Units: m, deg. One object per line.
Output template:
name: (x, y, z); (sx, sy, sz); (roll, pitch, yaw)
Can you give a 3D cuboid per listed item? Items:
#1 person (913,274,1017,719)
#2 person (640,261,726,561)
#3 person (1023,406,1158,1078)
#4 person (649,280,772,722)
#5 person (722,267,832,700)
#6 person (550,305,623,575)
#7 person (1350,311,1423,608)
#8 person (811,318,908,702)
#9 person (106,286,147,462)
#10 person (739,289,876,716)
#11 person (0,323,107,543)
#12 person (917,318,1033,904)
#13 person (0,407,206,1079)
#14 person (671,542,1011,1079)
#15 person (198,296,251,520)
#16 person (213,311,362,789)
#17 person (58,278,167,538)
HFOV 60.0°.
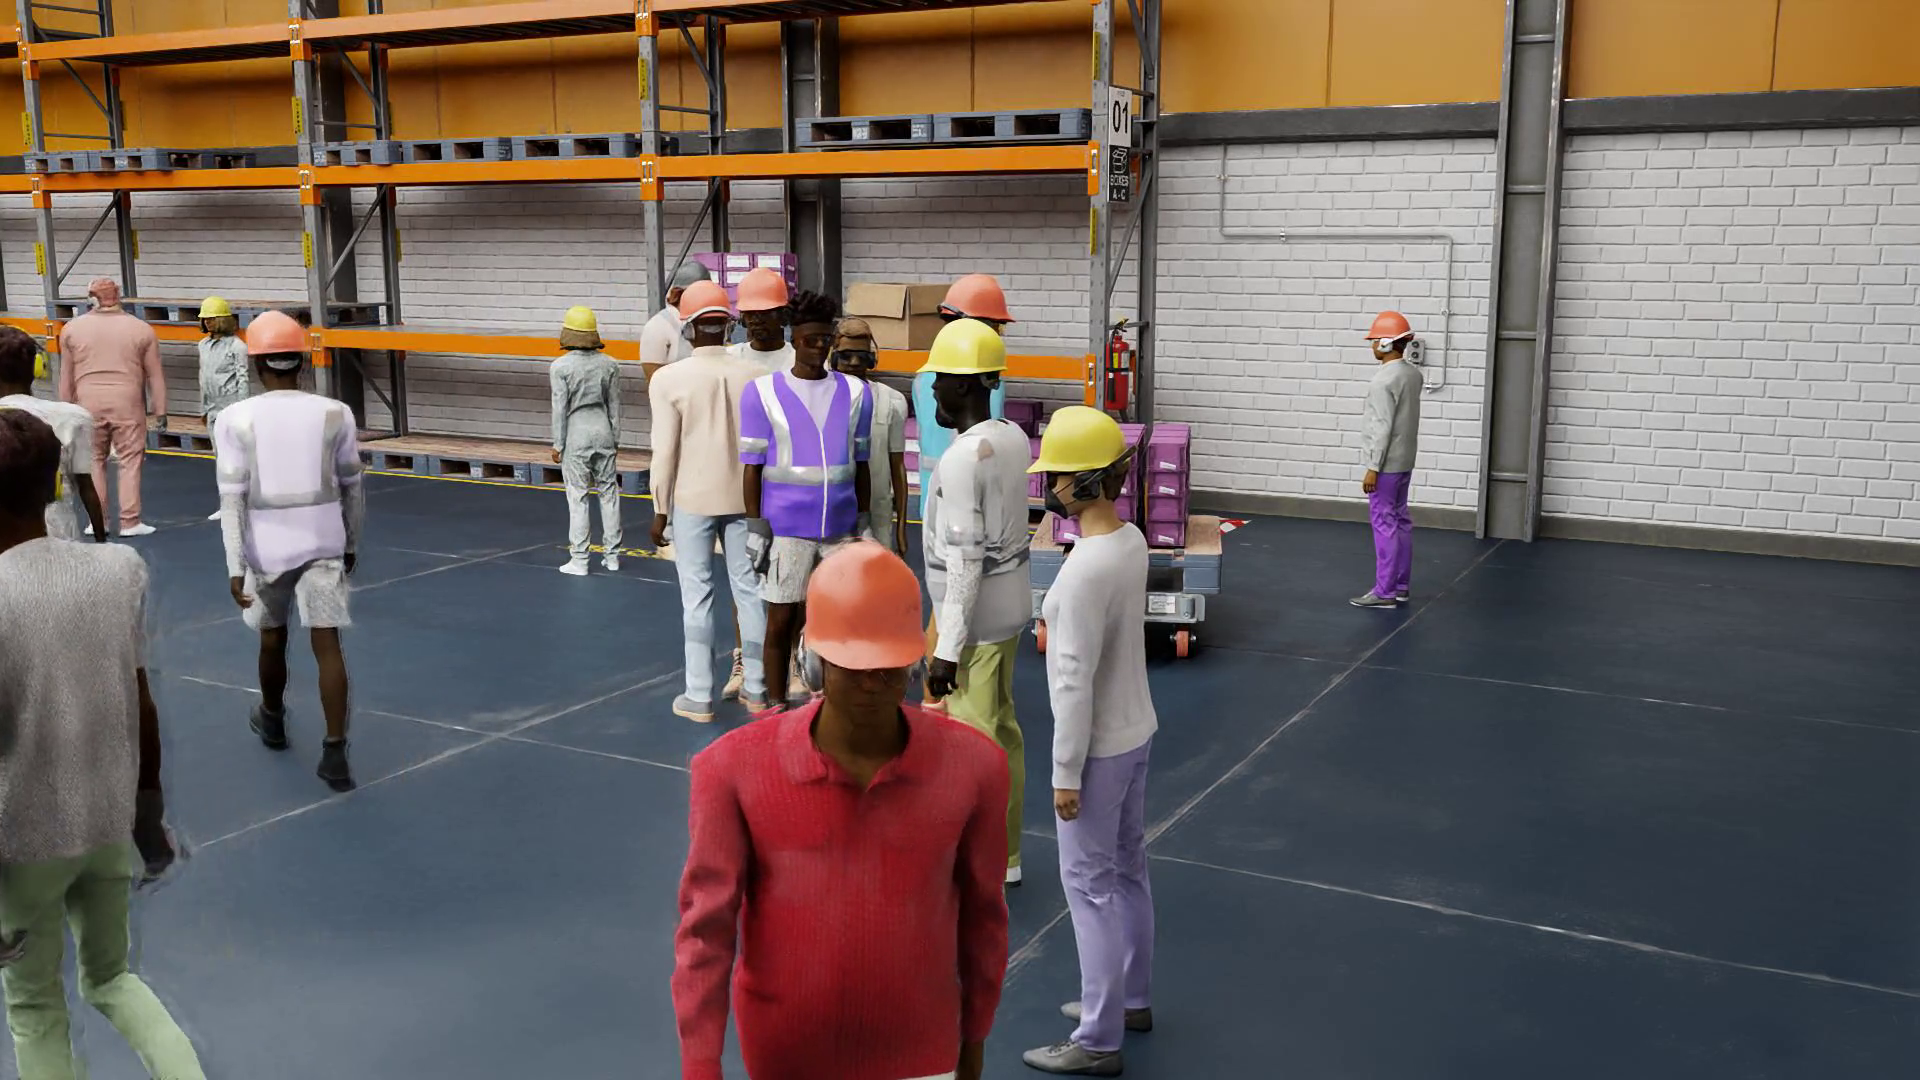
person: (0.042, -0.088, 6.985); (0.409, 2.035, 0.614); (-6, 12, -29)
person: (-1.805, -0.886, 11.330); (0.535, 2.000, 0.681); (9, 14, 41)
person: (0.338, 0.528, 4.365); (0.340, 1.761, 0.529); (4, 11, 22)
person: (-1.120, -0.174, 7.559); (0.623, 1.989, 0.401); (-6, 12, -30)
person: (-0.902, -0.249, 7.831); (0.614, 2.042, 0.373); (0, 10, 1)
person: (-2.435, -0.646, 10.824); (0.491, 1.746, 0.285); (-9, 14, -40)
person: (2.523, -0.476, 9.867); (0.339, 1.749, 0.573); (7, 13, 34)
person: (-0.480, -0.068, 7.421); (0.502, 1.837, 0.349); (-2, 10, -10)
person: (-8.223, -1.631, 16.191); (0.338, 1.754, 0.563); (6, 12, 29)
person: (-0.635, -0.074, 7.082); (0.606, 1.967, 0.367); (-5, 12, -26)
person: (-3.631, 0.079, 6.548); (0.566, 1.853, 0.388); (-5, 12, -27)
person: (0.039, 0.256, 5.377); (0.369, 1.928, 0.586); (3, 11, 18)
person: (-1.839, 0.638, 3.485); (0.528, 1.855, 0.541); (5, 12, 26)
person: (-0.190, 0.837, 2.821); (0.572, 1.697, 0.938); (-1, 10, -6)
person: (-5.643, -0.994, 12.770); (0.486, 1.738, 0.346); (5, 11, 25)
person: (-2.732, 0.015, 6.810); (0.551, 1.883, 0.967); (-5, 12, -26)
person: (-6.194, -0.959, 12.154); (0.726, 1.889, 0.441); (-4, 11, -20)
